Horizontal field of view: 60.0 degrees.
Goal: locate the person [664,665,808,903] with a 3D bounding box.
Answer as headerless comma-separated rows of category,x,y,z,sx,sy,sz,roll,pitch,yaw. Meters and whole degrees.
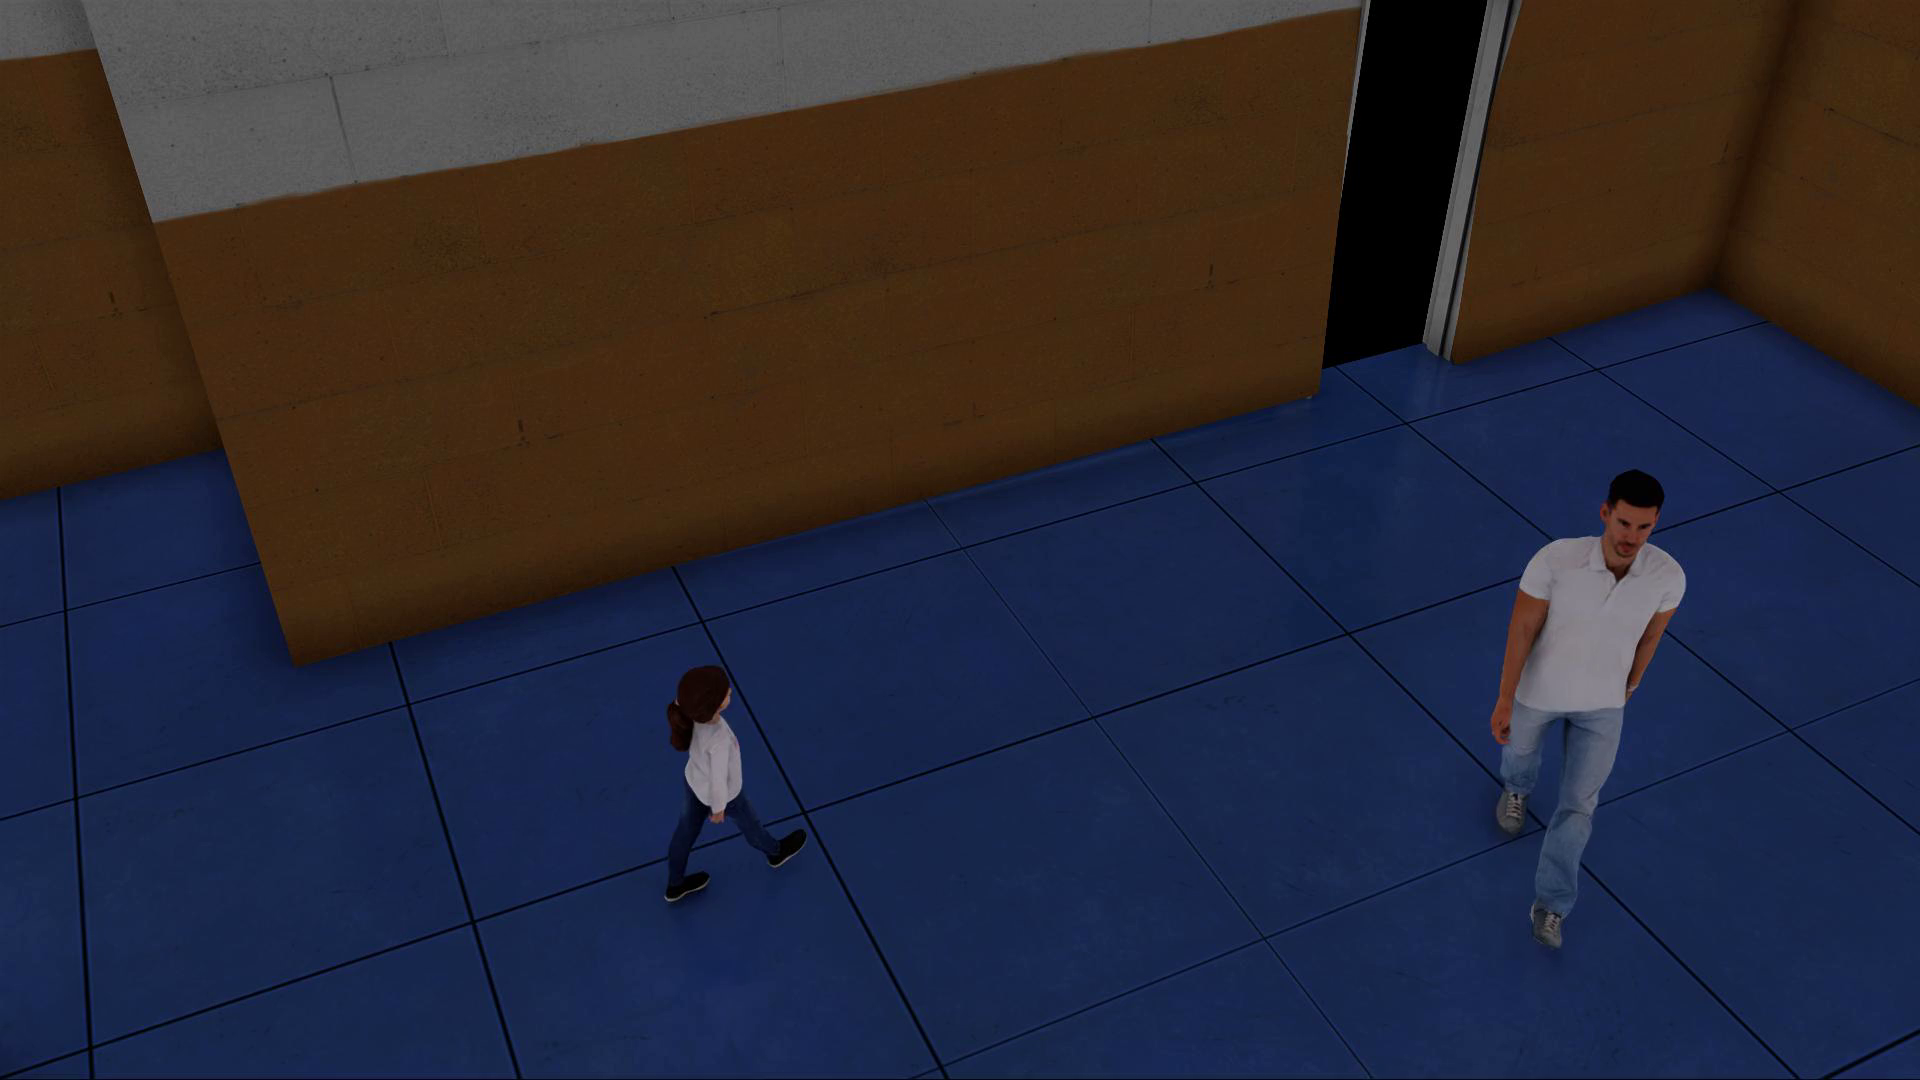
person,-0.958,0.909,6.088,0.600,1.079,0.765,-24,43,-28

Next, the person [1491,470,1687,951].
person,2.204,0.491,6.038,1.179,1.808,1.245,12,38,15
